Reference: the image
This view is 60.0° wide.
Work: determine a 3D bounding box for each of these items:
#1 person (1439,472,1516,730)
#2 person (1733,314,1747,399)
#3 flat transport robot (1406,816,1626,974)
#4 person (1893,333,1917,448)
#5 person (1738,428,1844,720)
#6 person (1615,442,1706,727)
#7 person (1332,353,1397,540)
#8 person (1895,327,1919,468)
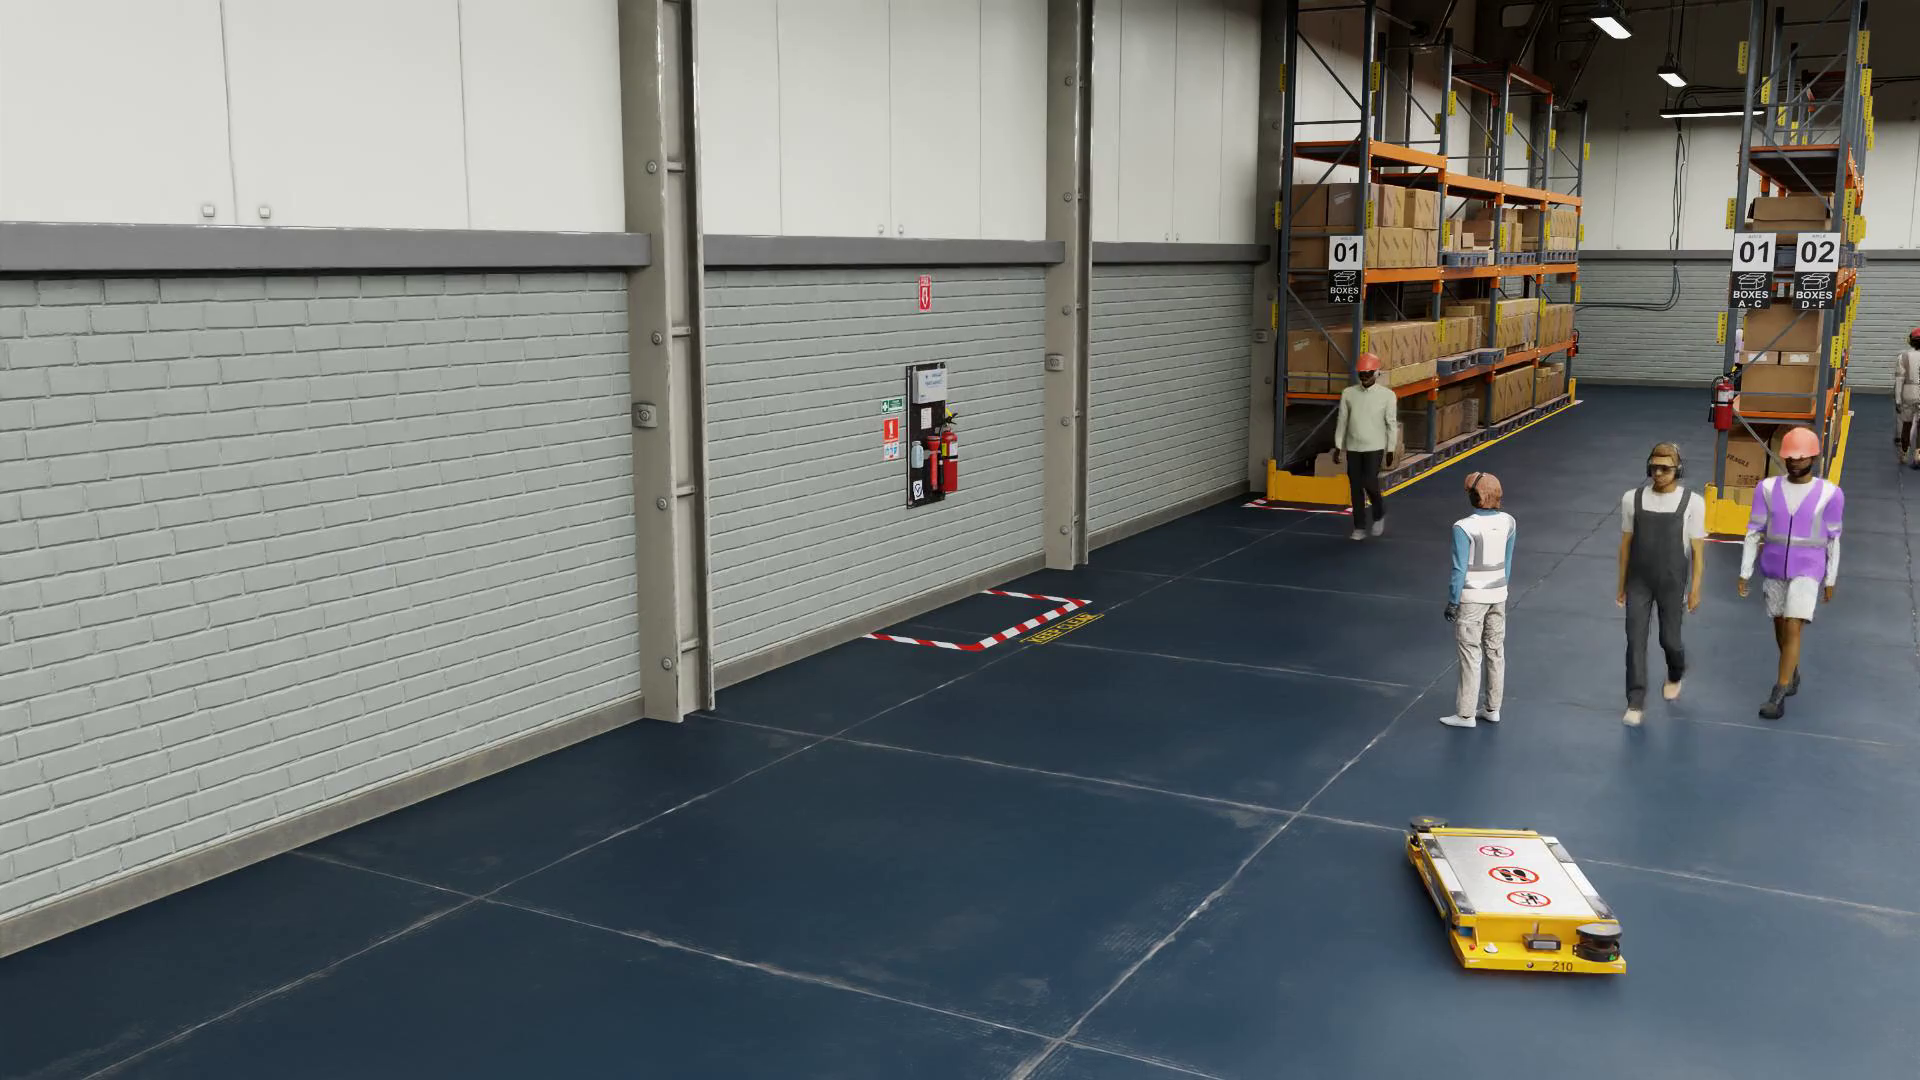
[{"bbox_3d":[3.297,0.385,10.556,0.513,1.641,0.307,-6,11,-31],"label":"person"},{"bbox_3d":[14.872,-3.333,31.509,0.590,1.920,0.398,5,11,26],"label":"person"},{"bbox_3d":[2.482,1.581,7.555,0.652,0.197,1.431,1,10,5],"label":"flat transport robot"},{"bbox_3d":[14.993,-2.385,26.206,0.539,1.824,0.937,4,10,22],"label":"person"},{"bbox_3d":[5.517,0.185,11.036,0.558,1.891,1.024,8,13,40],"label":"person"},{"bbox_3d":[4.522,0.265,10.741,0.514,1.828,0.696,7,12,34],"label":"person"},{"bbox_3d":[4.251,-0.975,17.529,0.621,1.978,0.430,7,12,35],"label":"person"},{"bbox_3d":[13.618,-2.027,23.659,0.607,2.004,1.030,5,11,27],"label":"person"}]
